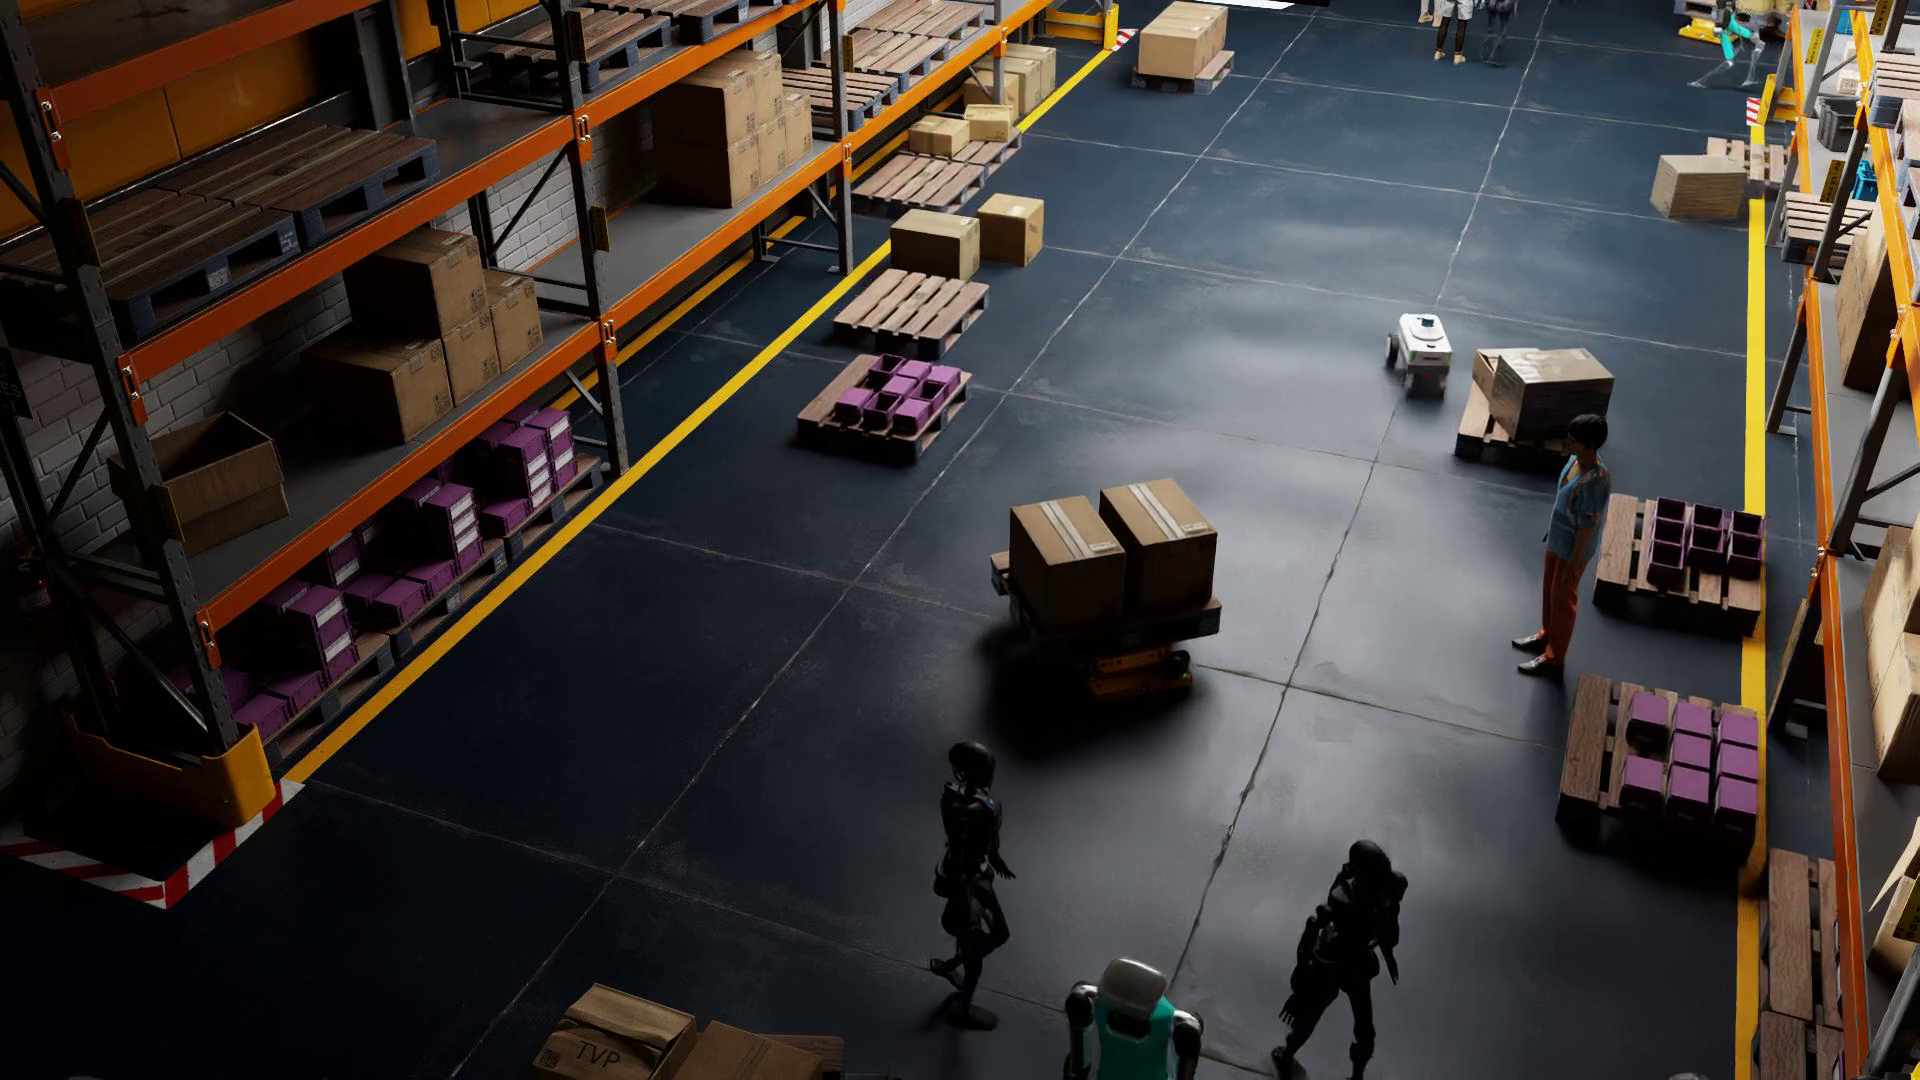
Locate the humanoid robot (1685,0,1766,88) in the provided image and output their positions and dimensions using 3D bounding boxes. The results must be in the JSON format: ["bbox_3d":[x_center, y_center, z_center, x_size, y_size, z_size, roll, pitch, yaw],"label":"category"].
[{"bbox_3d":[9.392,-6.176,19.842,0.978,1.773,0.535,20,38,28],"label":"humanoid robot"}]

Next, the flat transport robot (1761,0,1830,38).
[{"bbox_3d":[11.243,-6.628,21.850,0.659,0.231,1.431,-8,34,-13],"label":"flat transport robot"}]

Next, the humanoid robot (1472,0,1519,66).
[{"bbox_3d":[6.775,-6.799,20.823,0.412,1.635,0.594,-13,35,-19],"label":"humanoid robot"}]

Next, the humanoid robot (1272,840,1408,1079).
[{"bbox_3d":[1.709,1.896,7.377,0.613,1.628,0.550,-17,36,-24],"label":"humanoid robot"}]

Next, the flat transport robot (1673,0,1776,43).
[{"bbox_3d":[10.316,-6.939,22.331,1.431,0.231,0.659,-27,41,-35],"label":"flat transport robot"}]

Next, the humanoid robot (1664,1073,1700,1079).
[{"bbox_3d":[2.629,2.789,5.995,0.534,1.847,0.792,-21,38,-29],"label":"humanoid robot"}]

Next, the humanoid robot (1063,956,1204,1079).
[{"bbox_3d":[0.577,2.475,6.438,0.552,1.816,0.739,12,35,18],"label":"humanoid robot"}]

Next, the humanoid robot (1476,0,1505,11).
[{"bbox_3d":[7.610,-8.295,23.128,0.530,1.774,1.038,27,42,35],"label":"humanoid robot"}]

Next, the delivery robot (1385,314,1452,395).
[{"bbox_3d":[3.837,-1.586,13.800,0.499,0.614,0.804,2,33,3],"label":"delivery robot"}]

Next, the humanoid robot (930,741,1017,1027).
[{"bbox_3d":[0.042,1.616,7.784,0.375,1.646,0.593,8,34,12],"label":"humanoid robot"}]

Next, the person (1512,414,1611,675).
[{"bbox_3d":[3.712,0.026,10.181,0.332,1.759,0.498,2,33,3],"label":"person"}]

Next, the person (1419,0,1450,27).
[{"bbox_3d":[6.466,-7.818,22.302,0.316,1.776,0.464,-19,37,-27],"label":"person"}]

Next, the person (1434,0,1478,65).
[{"bbox_3d":[6.268,-6.841,20.870,0.535,1.692,0.319,23,39,31],"label":"person"}]

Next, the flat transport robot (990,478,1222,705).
[{"bbox_3d":[0.920,0.524,10.781,0.659,0.231,1.431,-10,34,-15],"label":"flat transport robot"}]

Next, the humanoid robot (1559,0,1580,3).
[{"bbox_3d":[8.685,-8.324,23.180,0.611,1.638,0.478,15,36,21],"label":"humanoid robot"}]
